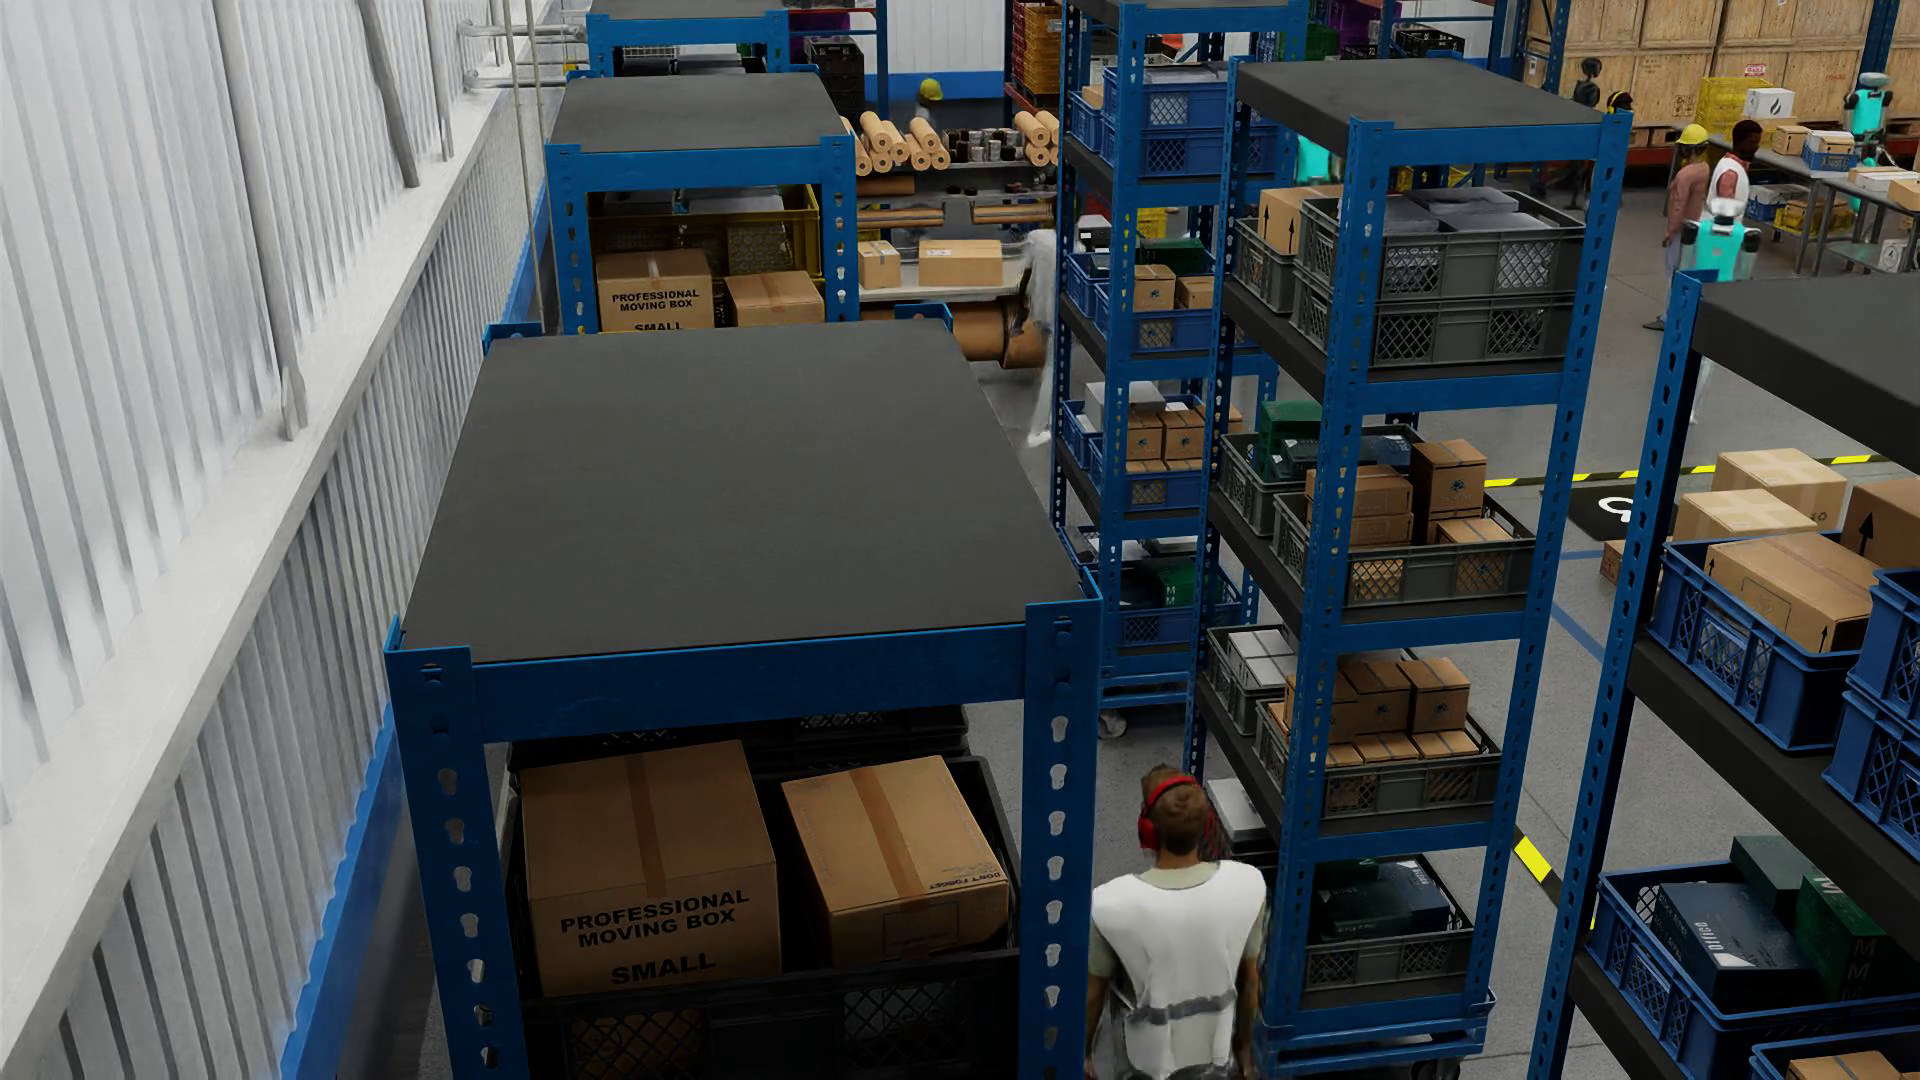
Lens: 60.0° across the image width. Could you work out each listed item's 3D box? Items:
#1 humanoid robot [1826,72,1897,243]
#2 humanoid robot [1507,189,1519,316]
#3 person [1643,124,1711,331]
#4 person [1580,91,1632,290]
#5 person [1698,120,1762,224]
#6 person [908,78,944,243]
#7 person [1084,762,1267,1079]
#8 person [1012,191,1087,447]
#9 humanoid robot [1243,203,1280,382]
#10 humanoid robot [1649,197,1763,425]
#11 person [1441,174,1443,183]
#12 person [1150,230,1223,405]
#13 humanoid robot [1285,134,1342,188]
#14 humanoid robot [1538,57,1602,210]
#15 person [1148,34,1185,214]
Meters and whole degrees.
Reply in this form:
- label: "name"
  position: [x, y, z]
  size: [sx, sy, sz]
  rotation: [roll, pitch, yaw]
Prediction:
- label: "humanoid robot"
  position: [9.150, -3.755, 16.712]
  size: [0.541, 1.765, 0.903]
  rotation: [-7, 26, -16]
- label: "humanoid robot"
  position: [4.160, -1.880, 12.763]
  size: [0.786, 1.630, 0.613]
  rotation: [-7, 26, -14]
- label: "person"
  position: [6.199, -2.684, 14.339]
  size: [0.326, 1.766, 0.531]
  rotation: [22, 32, 39]
- label: "person"
  position: [5.922, -3.202, 15.362]
  size: [0.514, 1.862, 0.335]
  rotation: [-17, 30, -32]
- label: "person"
  position: [6.308, -2.515, 13.824]
  size: [0.392, 1.892, 0.589]
  rotation: [11, 27, 23]
- label: "person"
  position: [-0.355, -3.905, 17.075]
  size: [0.371, 1.694, 0.697]
  rotation: [-2, 25, -4]
- label: "person"
  position: [0.650, 1.553, 5.082]
  size: [0.571, 1.812, 0.804]
  rotation: [-7, 26, -15]
- label: "person"
  position: [0.735, -1.618, 11.940]
  size: [0.535, 1.833, 0.832]
  rotation: [18, 30, 34]
- label: "humanoid robot"
  position: [2.417, -2.077, 13.114]
  size: [0.599, 1.654, 0.315]
  rotation: [16, 29, 31]
- label: "humanoid robot"
  position: [5.479, -1.693, 12.229]
  size: [0.581, 1.768, 0.796]
  rotation: [13, 28, 26]
- label: "person"
  position: [5.022, -4.186, 17.529]
  size: [0.354, 1.836, 0.516]
  rotation: [-21, 32, -38]
- label: "person"
  position: [1.471, -1.101, 10.804]
  size: [0.587, 1.847, 0.397]
  rotation: [-1, 25, -3]
- label: "humanoid robot"
  position: [3.202, -2.828, 14.721]
  size: [0.555, 1.776, 0.951]
  rotation: [-3, 25, -7]
- label: "humanoid robot"
  position: [6.758, -4.475, 18.333]
  size: [0.506, 1.642, 0.593]
  rotation: [-1, 25, -2]
- label: "person"
  position: [2.218, -4.522, 18.020]
  size: [0.387, 2.033, 0.604]
  rotation: [20, 32, 37]
